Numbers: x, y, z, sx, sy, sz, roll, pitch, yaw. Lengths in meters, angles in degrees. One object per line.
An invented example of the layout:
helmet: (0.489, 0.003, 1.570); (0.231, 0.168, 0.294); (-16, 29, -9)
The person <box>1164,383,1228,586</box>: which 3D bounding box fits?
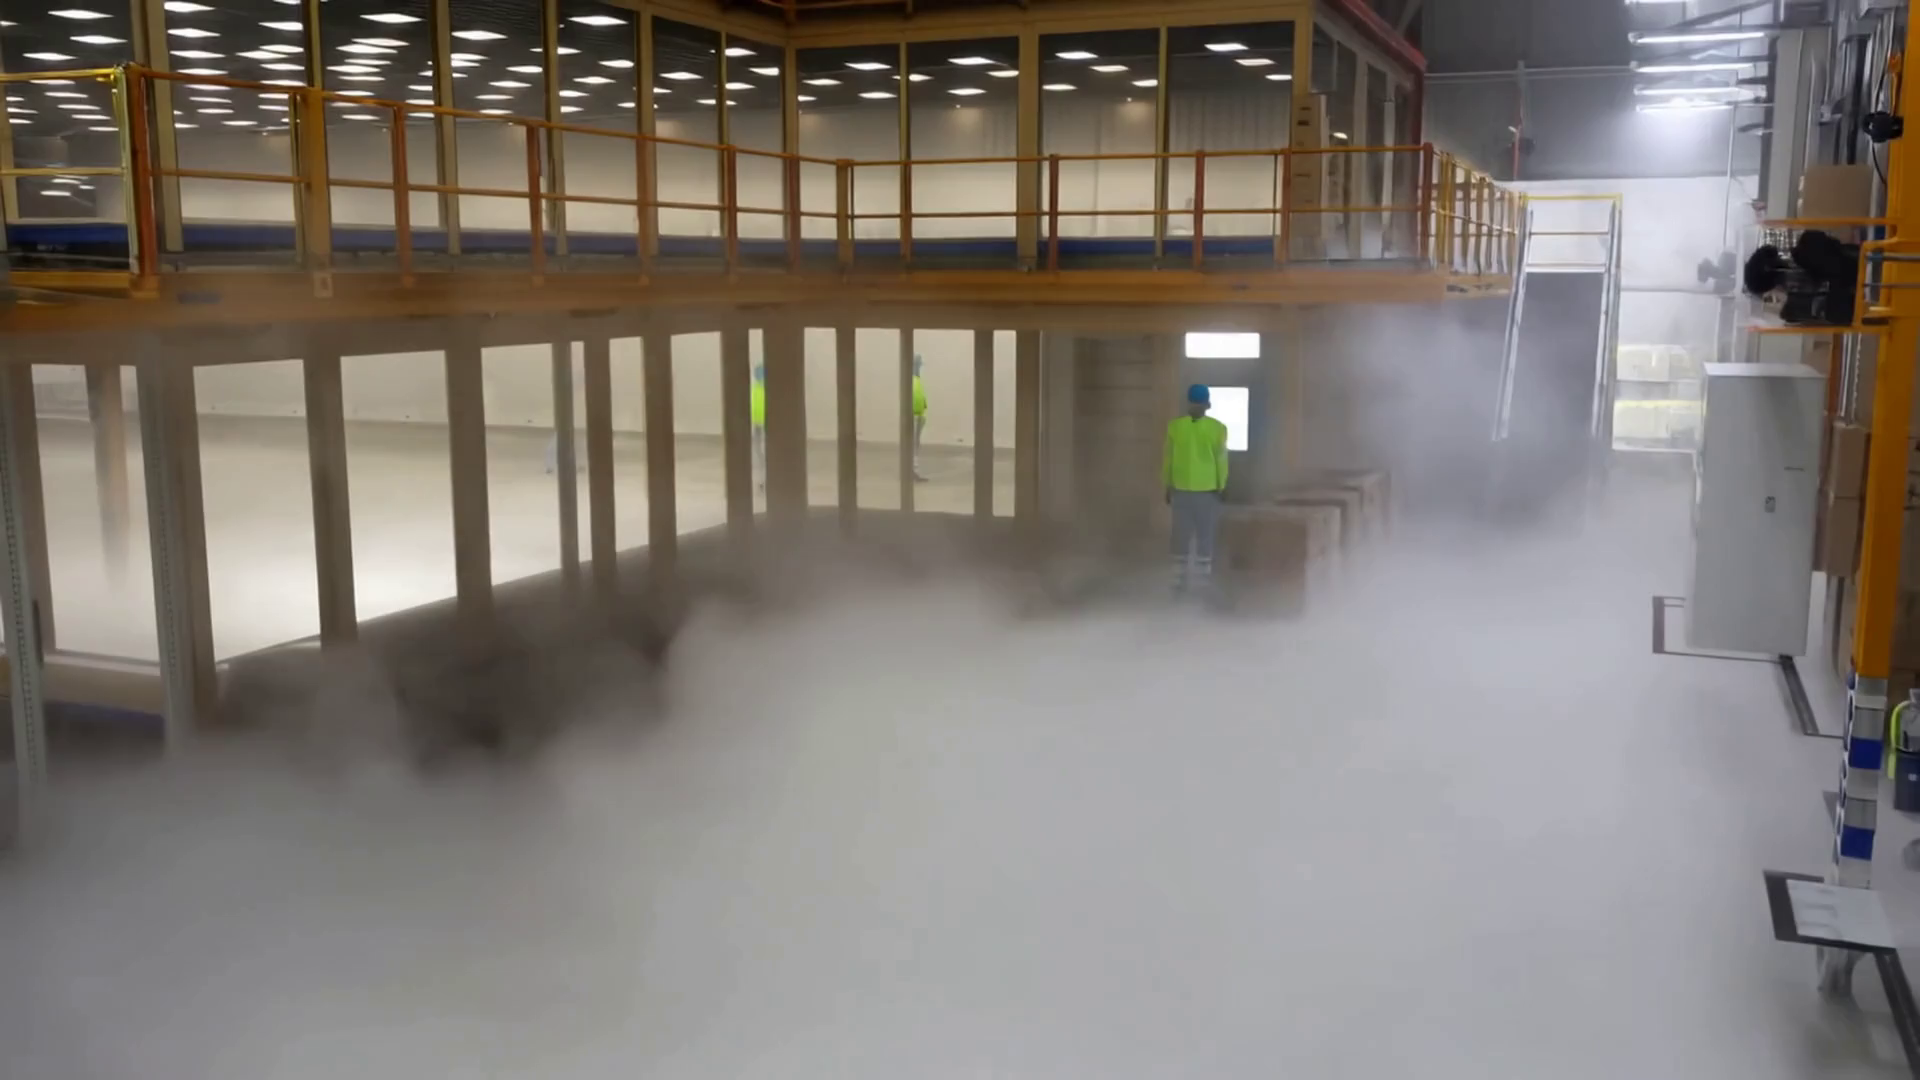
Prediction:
person: (2.284, -0.534, 16.126); (0.612, 1.986, 0.406); (1, 9, 8)
